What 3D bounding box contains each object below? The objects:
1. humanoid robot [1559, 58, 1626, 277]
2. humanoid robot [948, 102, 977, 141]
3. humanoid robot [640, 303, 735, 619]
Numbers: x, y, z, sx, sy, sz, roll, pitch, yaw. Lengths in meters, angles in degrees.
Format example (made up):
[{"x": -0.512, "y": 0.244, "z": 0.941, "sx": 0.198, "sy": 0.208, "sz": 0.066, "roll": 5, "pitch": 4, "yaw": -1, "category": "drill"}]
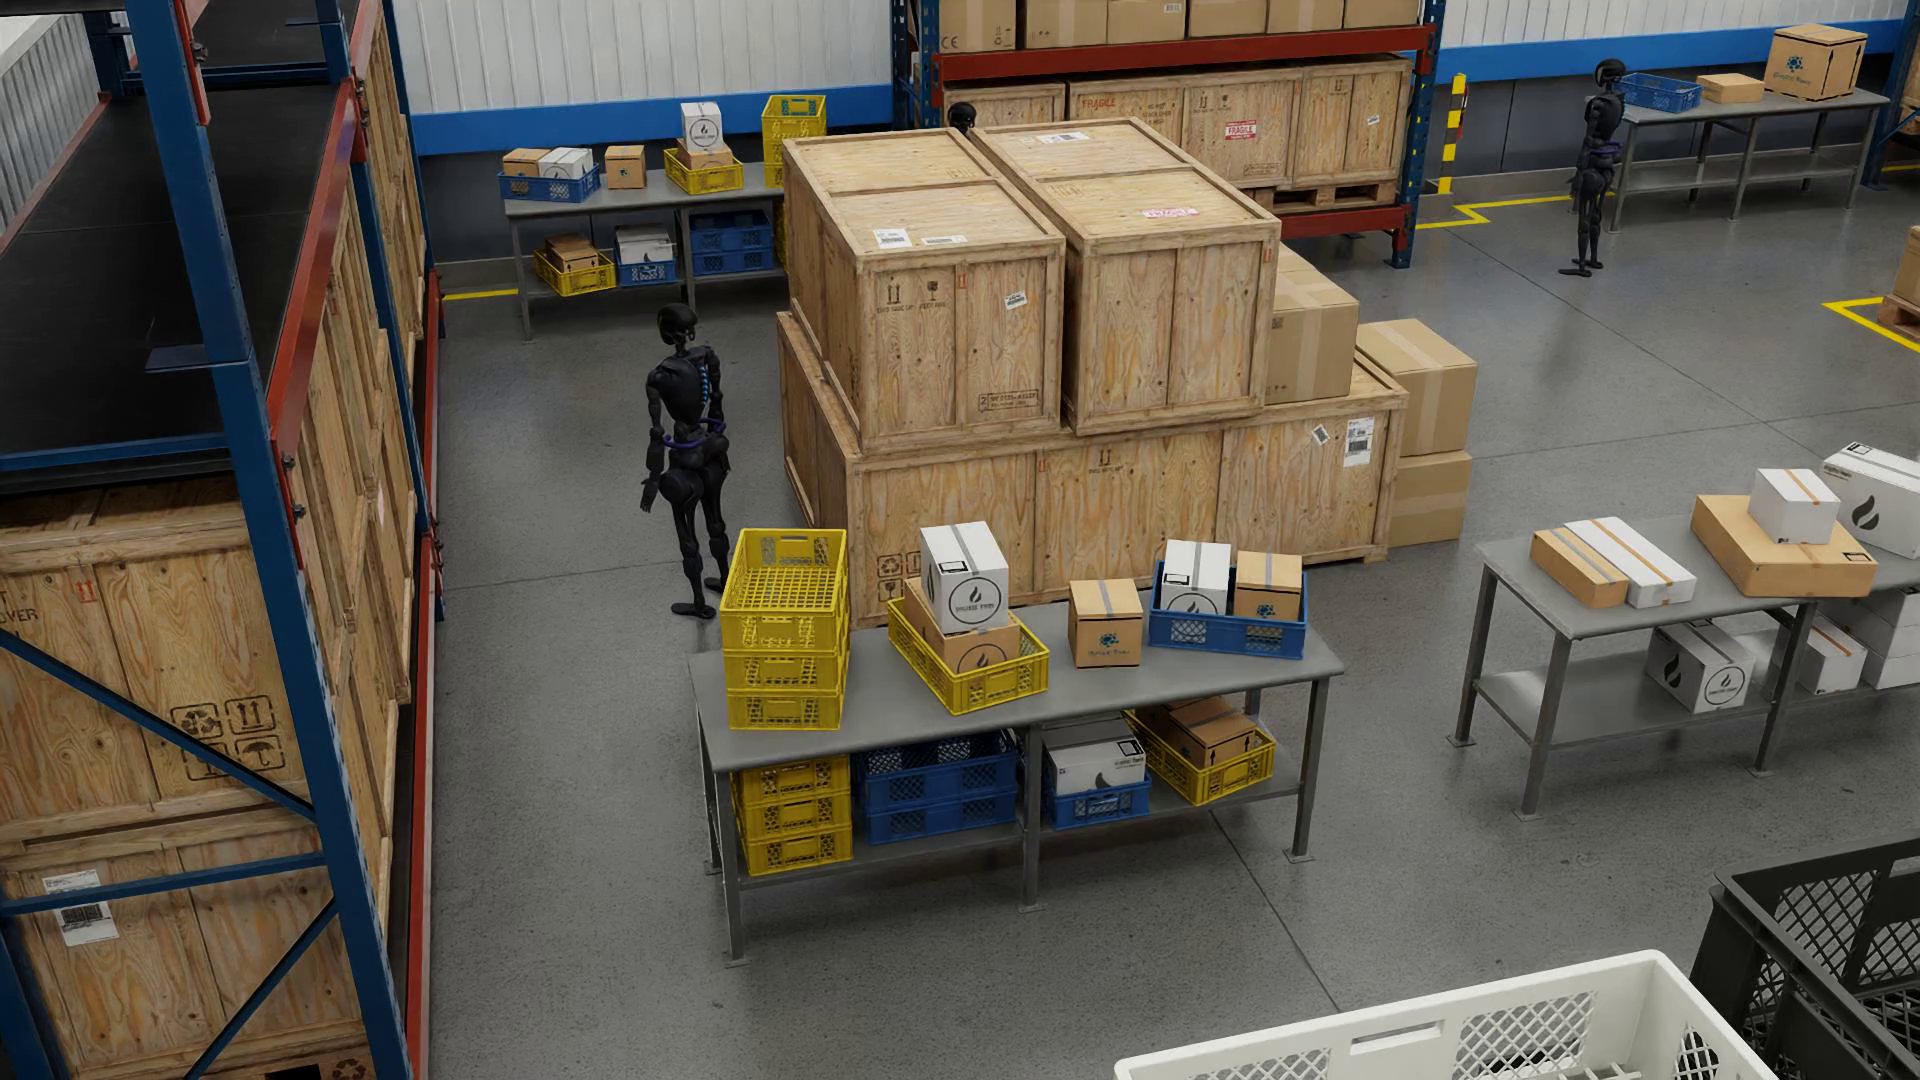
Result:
[{"x": 4.935, "y": -2.891, "z": 12.896, "sx": 0.316, "sy": 1.650, "sz": 0.569, "roll": 21, "pitch": 35, "yaw": 33, "category": "humanoid robot"}, {"x": 0.013, "y": -2.271, "z": 11.765, "sx": 0.331, "sy": 1.657, "sz": 0.584, "roll": 18, "pitch": 34, "yaw": 30, "category": "humanoid robot"}, {"x": -1.362, "y": -0.401, "z": 8.371, "sx": 0.313, "sy": 1.657, "sz": 0.613, "roll": 15, "pitch": 32, "yaw": 26, "category": "humanoid robot"}]
